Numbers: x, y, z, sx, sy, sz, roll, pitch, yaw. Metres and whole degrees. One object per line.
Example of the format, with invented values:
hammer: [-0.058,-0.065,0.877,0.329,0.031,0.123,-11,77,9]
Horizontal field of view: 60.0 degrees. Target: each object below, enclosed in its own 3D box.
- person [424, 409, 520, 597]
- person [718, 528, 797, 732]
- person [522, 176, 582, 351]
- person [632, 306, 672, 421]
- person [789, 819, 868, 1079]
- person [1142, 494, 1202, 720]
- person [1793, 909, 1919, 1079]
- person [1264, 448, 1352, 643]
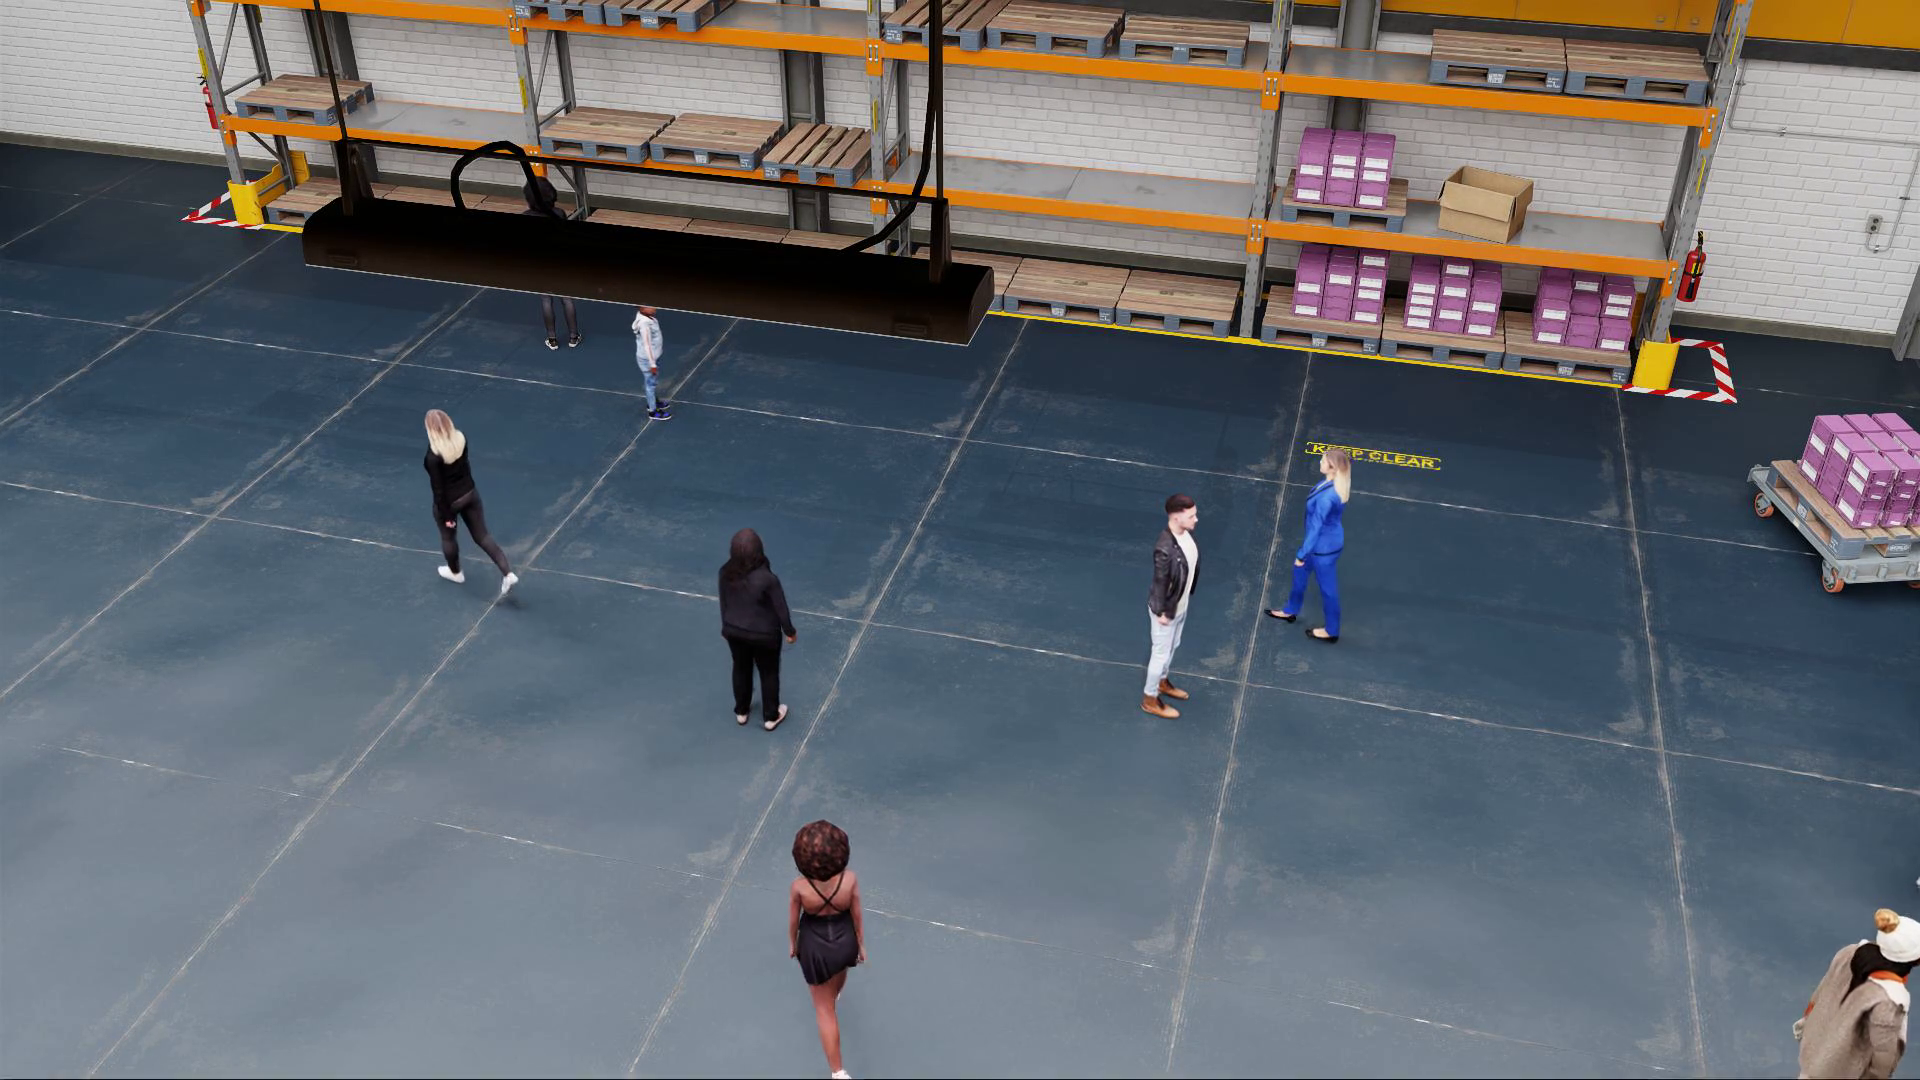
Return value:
person: [-3.899,-0.270,13.147,1.181,1.660,0.835,20,38,27]
person: [-1.469,0.644,11.816,0.577,1.611,0.761,12,35,17]
person: [-4.134,-2.803,16.798,0.636,1.838,0.769,-7,34,-11]
person: [-2.947,-1.759,15.749,0.588,1.260,0.553,-5,34,-8]
person: [-0.712,2.334,9.154,1.112,1.745,1.015,-9,35,-13]
person: [1.491,0.455,11.903,0.634,1.831,0.693,17,37,24]
person: [4.461,2.631,8.619,1.189,1.842,0.722,4,34,7]
person: [2.855,0.071,12.614,0.871,1.682,0.700,12,35,17]
